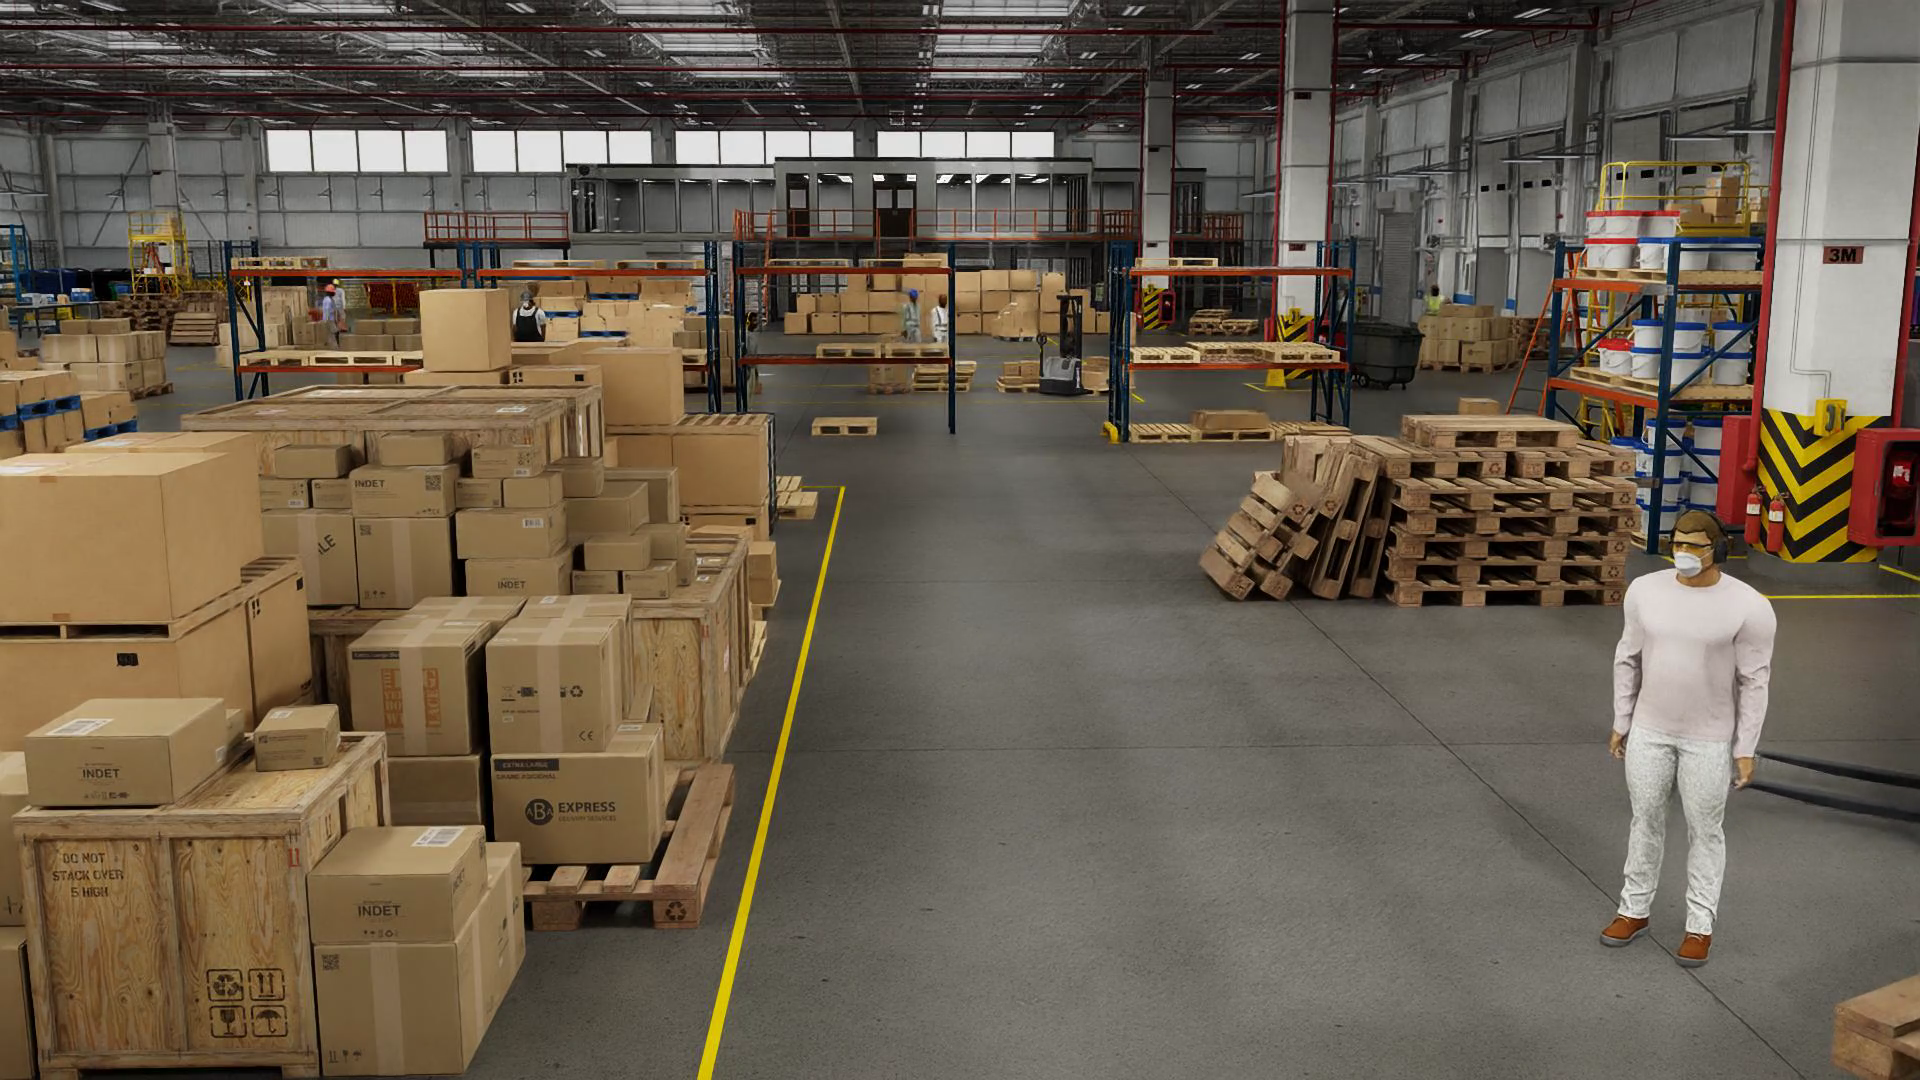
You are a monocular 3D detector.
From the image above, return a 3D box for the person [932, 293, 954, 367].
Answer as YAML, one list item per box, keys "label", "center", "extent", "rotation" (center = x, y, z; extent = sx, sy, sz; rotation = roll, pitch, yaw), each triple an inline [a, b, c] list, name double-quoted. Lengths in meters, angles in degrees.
- label: "person"
  center: [-0.369, -4.622, 37.534]
  extent: [0.600, 1.865, 0.550]
  rotation: [-8, 13, -37]

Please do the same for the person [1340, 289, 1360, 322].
- label: "person"
  center: [10.193, -5.706, 43.617]
  extent: [0.553, 1.856, 0.514]
  rotation: [3, 11, 15]

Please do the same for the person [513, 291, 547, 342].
- label: "person"
  center: [-8.822, -4.076, 34.024]
  extent: [0.683, 2.000, 0.536]
  rotation: [1, 10, 4]

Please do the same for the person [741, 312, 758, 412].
- label: "person"
  center: [-3.487, -2.871, 27.787]
  extent: [0.335, 1.873, 0.521]
  rotation: [2, 10, 11]

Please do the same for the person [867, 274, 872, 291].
- label: "person"
  center: [-3.343, -8.489, 58.943]
  extent: [0.542, 1.928, 0.400]
  rotation: [-3, 11, -16]

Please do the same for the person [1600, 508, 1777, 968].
- label: "person"
  center: [3.056, 0.822, 7.024]
  extent: [0.627, 1.940, 0.372]
  rotation: [9, 14, 42]

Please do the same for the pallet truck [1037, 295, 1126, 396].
- label: "pallet truck"
  center: [2.483, -3.881, 33.060]
  extent: [1.885, 1.965, 0.823]
  rotation: [-7, 13, -36]

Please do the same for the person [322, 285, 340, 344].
- label: "person"
  center: [-16.746, -5.843, 44.322]
  extent: [0.990, 1.884, 0.560]
  rotation: [-5, 12, -28]

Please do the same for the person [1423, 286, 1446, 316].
- label: "person"
  center: [13.353, -6.248, 46.839]
  extent: [0.628, 1.785, 1.000]
  rotation: [2, 10, 9]

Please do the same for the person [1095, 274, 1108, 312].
- label: "person"
  center: [4.922, -8.288, 57.880]
  extent: [0.391, 1.910, 0.585]
  rotation: [-7, 12, -34]

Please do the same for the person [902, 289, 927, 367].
- label: "person"
  center: [-1.187, -5.099, 40.156]
  extent: [0.620, 1.897, 1.042]
  rotation: [-7, 13, -35]

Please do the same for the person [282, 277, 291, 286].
- label: "person"
  center: [-24.640, -8.761, 60.979]
  extent: [0.485, 1.736, 0.323]
  rotation: [-2, 10, -11]

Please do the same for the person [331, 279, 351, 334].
- label: "person"
  center: [-20.507, -7.701, 54.905]
  extent: [0.636, 1.786, 0.903]
  rotation: [1, 10, 5]
